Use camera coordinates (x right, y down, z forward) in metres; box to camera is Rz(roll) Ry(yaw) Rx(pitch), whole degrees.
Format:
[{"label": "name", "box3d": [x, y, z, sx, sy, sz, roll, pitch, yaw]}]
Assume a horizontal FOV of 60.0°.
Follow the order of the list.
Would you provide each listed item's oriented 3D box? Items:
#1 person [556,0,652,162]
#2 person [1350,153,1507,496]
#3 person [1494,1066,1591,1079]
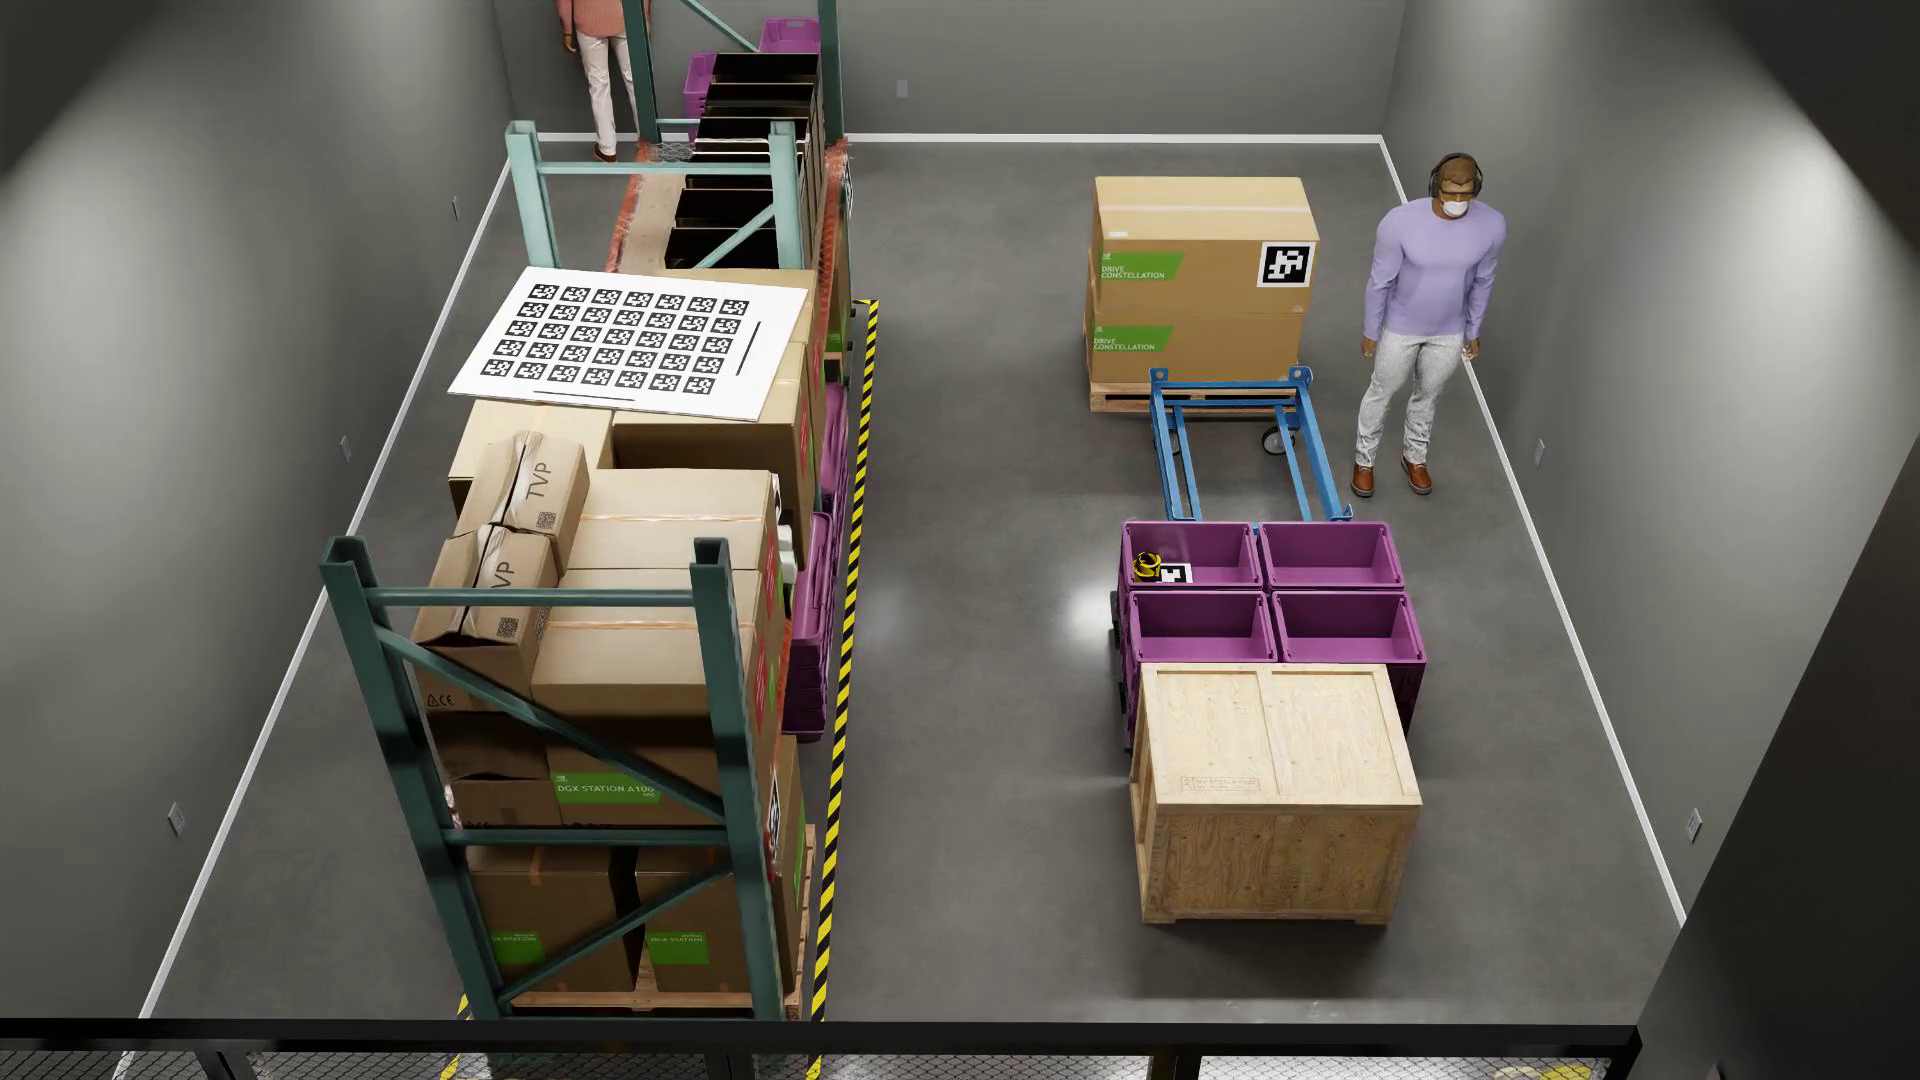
[{"label": "person", "box3d": [-2.345, -3.438, 10.992, 0.622, 1.992, 0.394, -16, 44, -17]}, {"label": "person", "box3d": [2.316, -1.060, 8.322, 0.634, 1.939, 0.367, -2, 41, -2]}, {"label": "person", "box3d": [1.601, 2.071, 4.831, 0.403, 1.833, 0.591, 5, 41, 6]}]
